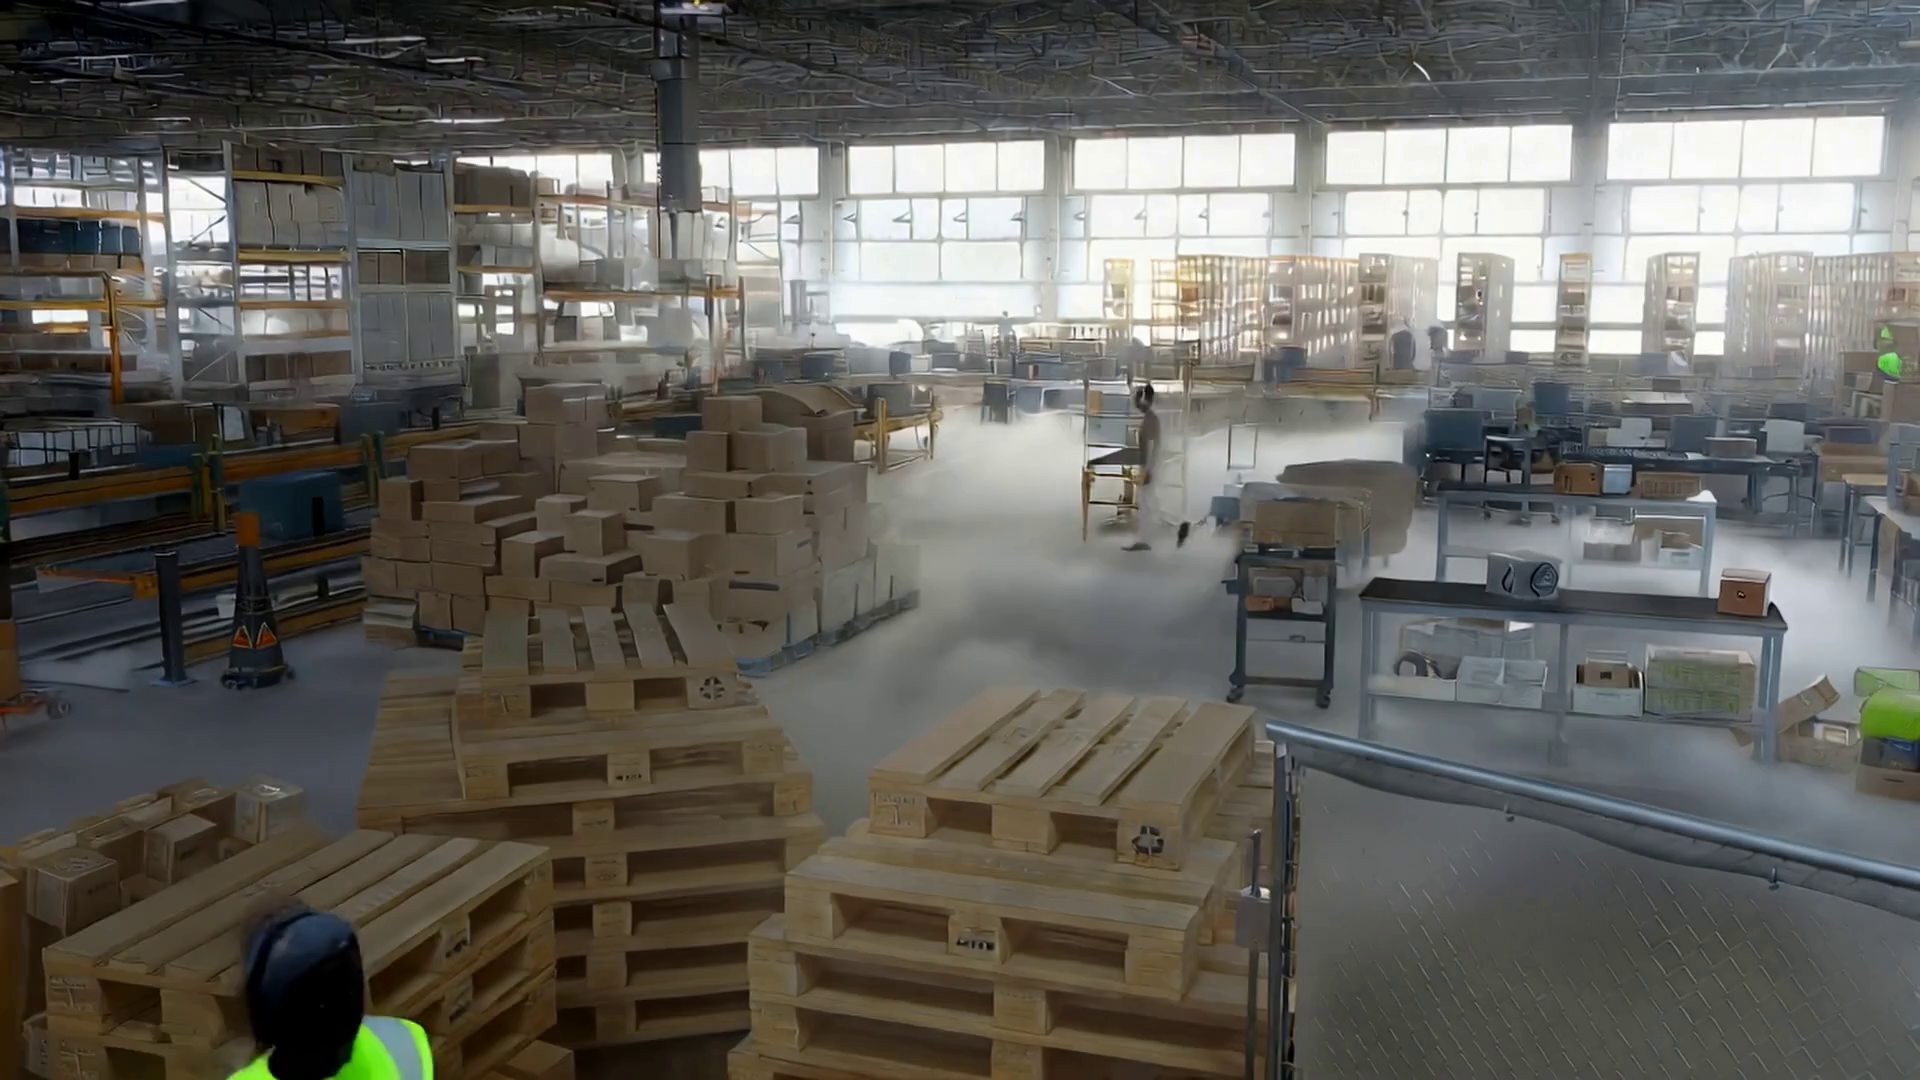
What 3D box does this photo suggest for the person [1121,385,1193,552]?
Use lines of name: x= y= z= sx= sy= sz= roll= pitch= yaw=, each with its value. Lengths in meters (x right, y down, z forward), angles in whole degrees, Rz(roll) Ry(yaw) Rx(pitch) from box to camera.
person: x=2.158 y=-0.772 z=18.192 sx=0.701 sy=1.840 sz=0.550 roll=0 pitch=9 yaw=0

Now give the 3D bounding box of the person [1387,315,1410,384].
person: x=11.567 y=-4.922 z=43.826 sx=0.613 sy=1.985 sz=0.426 roll=8 pitch=12 yaw=40

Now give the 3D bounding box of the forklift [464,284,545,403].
forklift: x=-10.832 y=-4.702 z=39.610 sx=1.129 sy=2.768 sz=1.873 roll=3 pitch=10 yaw=20

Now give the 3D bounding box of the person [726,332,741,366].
person: x=-5.435 y=-4.171 z=40.043 sx=0.333 sy=1.688 sz=0.543 roll=-8 pitch=12 yaw=-40

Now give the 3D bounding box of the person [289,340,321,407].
person: x=-14.586 y=-3.649 z=37.056 sx=0.874 sy=1.579 sz=0.509 roll=-8 pitch=12 yaw=-43

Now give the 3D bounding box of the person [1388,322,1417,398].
person: x=11.014 y=-4.445 z=41.177 sx=0.796 sy=1.879 sz=0.396 roll=7 pitch=11 yaw=36

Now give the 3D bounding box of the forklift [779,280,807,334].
forklift: x=-6.518 y=-9.078 z=67.092 sx=1.873 sy=2.768 sz=1.129 roll=3 pitch=10 yaw=20

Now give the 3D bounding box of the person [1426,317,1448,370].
person: x=13.842 y=-5.560 z=48.292 sx=0.597 sy=1.828 sz=0.513 roll=4 pitch=10 yaw=26

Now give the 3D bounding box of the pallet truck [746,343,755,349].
pallet truck: x=-6.183 y=-4.618 z=44.264 sx=1.601 sy=1.201 sz=0.680 roll=-9 pitch=12 yaw=-43

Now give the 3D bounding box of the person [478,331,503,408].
person: x=-10.440 y=-3.702 z=36.724 sx=0.622 sy=1.788 sz=0.919 roll=4 pitch=10 yaw=21

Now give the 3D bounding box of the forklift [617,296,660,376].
forklift: x=-8.898 y=-6.046 z=48.052 sx=1.873 sy=2.768 sz=1.129 roll=3 pitch=10 yaw=20

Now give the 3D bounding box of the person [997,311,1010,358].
person: x=1.597 y=-7.524 z=60.923 sx=0.480 sy=1.732 sz=0.345 roll=-2 pitch=9 yaw=-11

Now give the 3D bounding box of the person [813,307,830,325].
person: x=-4.873 y=-7.240 z=58.495 sx=0.603 sy=1.934 sz=0.637 roll=-1 pitch=9 yaw=-8

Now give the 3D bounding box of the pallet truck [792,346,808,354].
pallet truck: x=-3.705 y=-4.298 z=42.022 sx=0.653 sy=1.274 sz=1.630 roll=3 pitch=10 yaw=20

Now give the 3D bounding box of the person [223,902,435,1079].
person: x=-1.287 y=1.593 z=3.312 sx=0.884 sy=1.855 sz=0.584 roll=5 pitch=10 yaw=30
